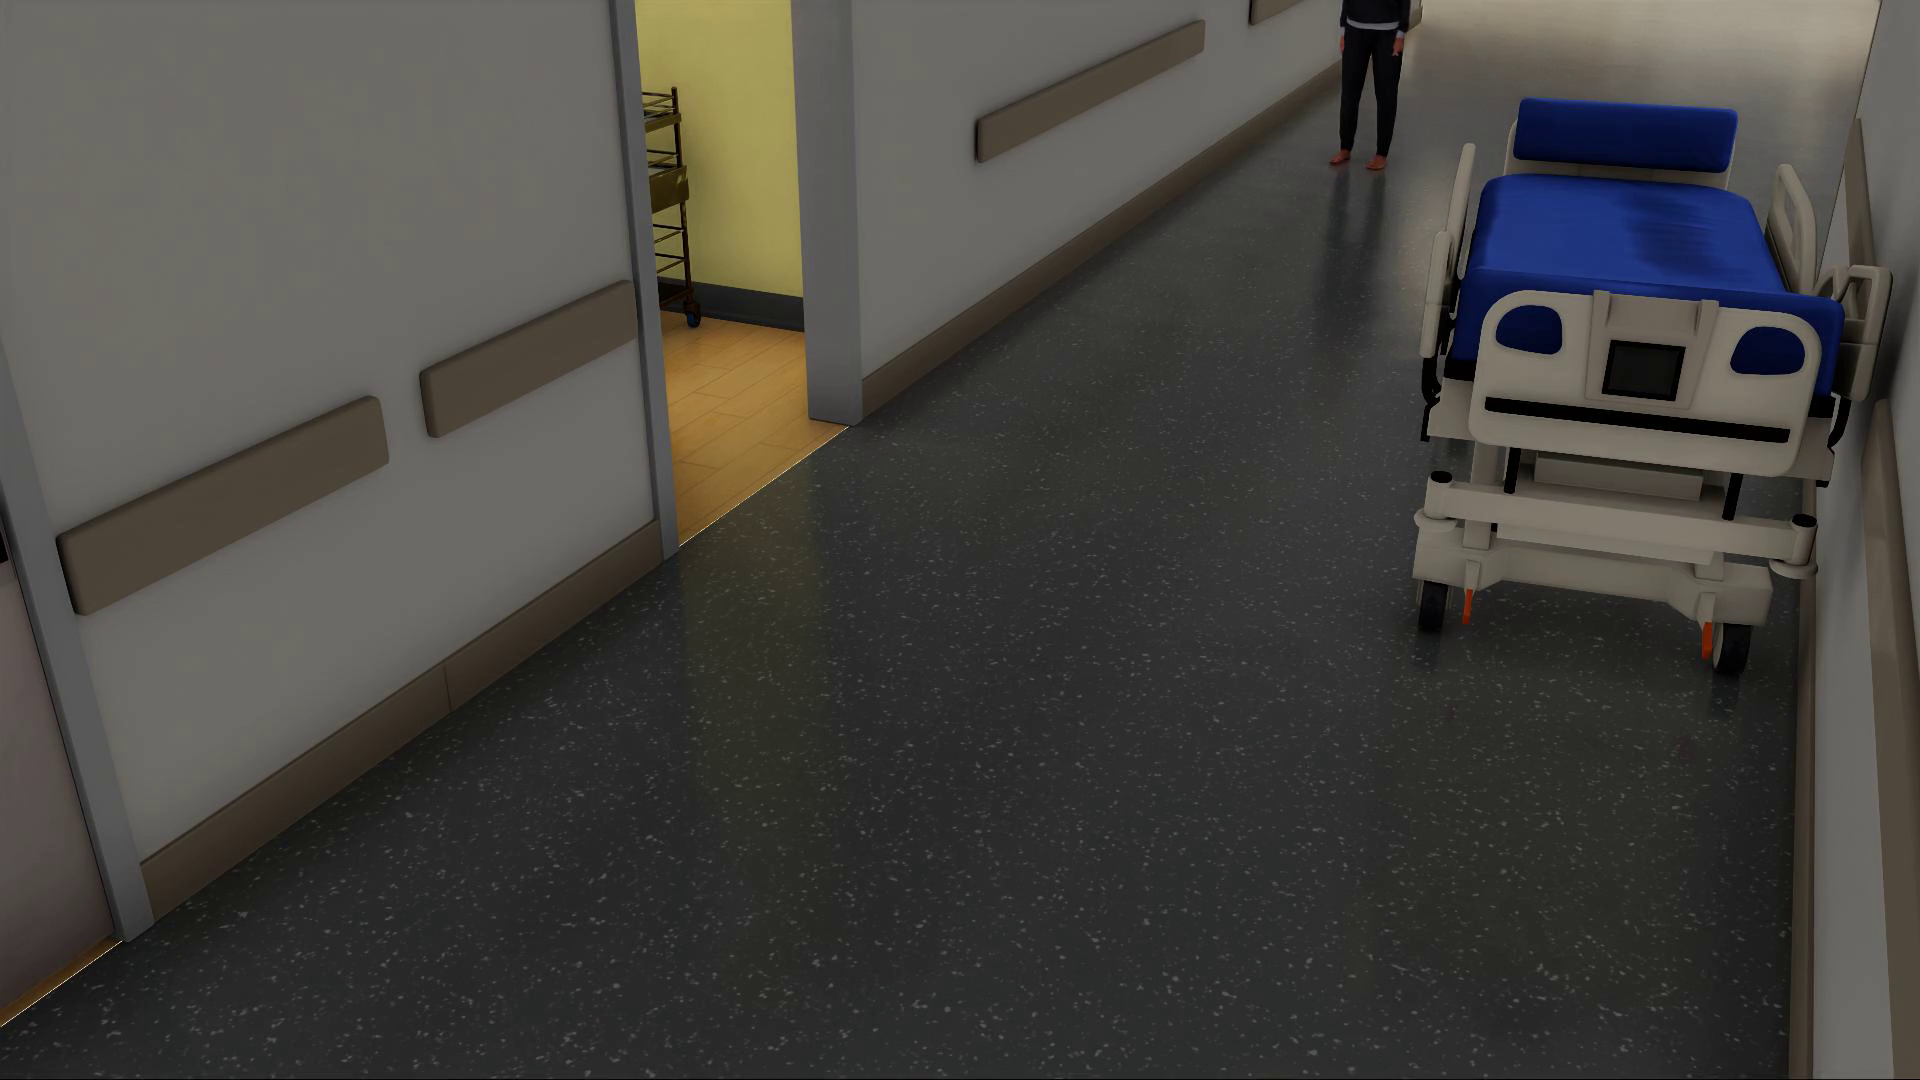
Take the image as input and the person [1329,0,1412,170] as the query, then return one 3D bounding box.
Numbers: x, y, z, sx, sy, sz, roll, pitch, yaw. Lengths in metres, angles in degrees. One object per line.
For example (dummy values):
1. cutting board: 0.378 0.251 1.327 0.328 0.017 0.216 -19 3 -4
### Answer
1. person: 2.606 -3.223 10.431 0.487 1.726 0.674 14 29 27
